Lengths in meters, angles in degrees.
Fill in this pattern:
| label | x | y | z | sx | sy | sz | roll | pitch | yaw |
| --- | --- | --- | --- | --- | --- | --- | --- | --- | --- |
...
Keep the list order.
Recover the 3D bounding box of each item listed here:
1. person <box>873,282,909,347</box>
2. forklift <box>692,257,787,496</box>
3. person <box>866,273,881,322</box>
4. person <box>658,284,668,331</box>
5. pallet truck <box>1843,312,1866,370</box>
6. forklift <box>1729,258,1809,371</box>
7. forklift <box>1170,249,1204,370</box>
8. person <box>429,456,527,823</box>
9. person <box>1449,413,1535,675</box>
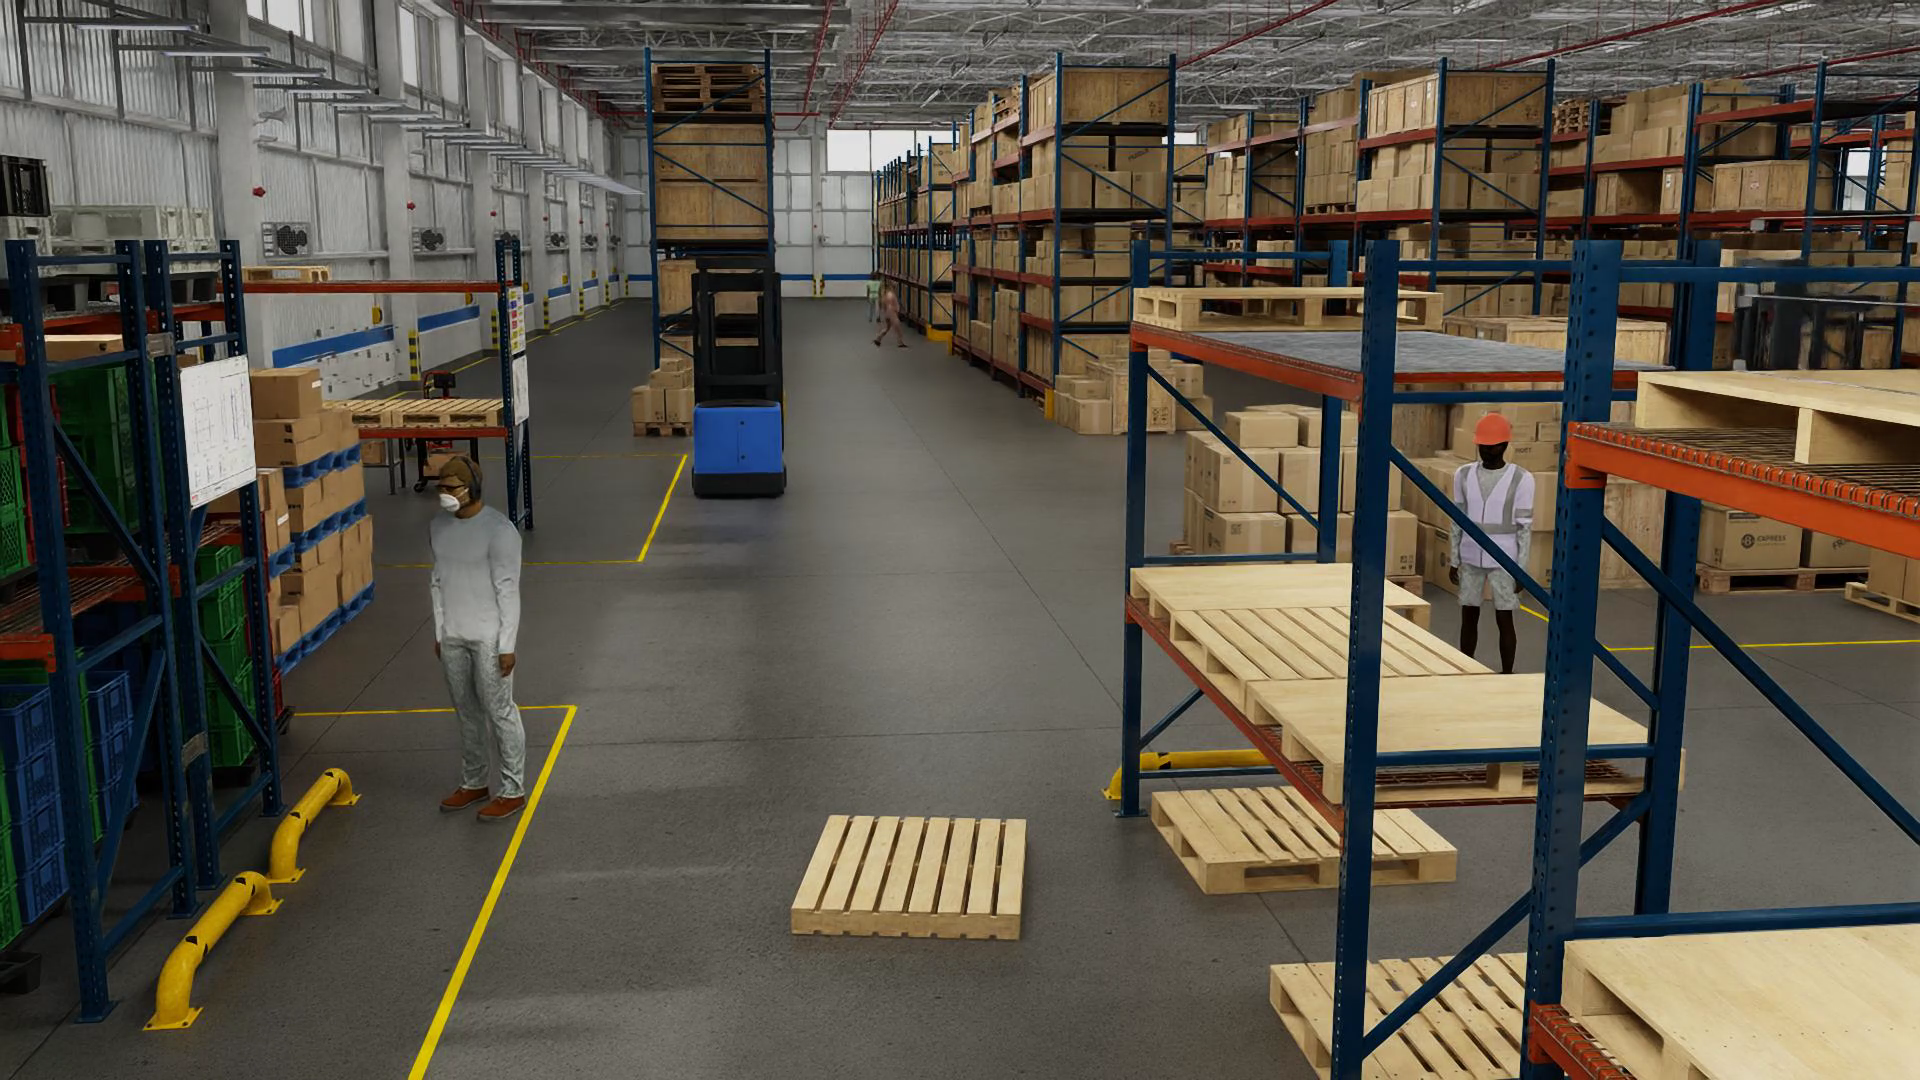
| label | x | y | z | sx | sy | sz | roll | pitch | yaw |
| --- | --- | --- | --- | --- | --- | --- | --- | --- | --- |
| person | -1.988 | -6.419 | 47.330 | 0.950 | 1.867 | 0.632 | -1 | 10 | -4 |
| forklift | -2.694 | -2.026 | 20.160 | 1.129 | 2.768 | 1.873 | -1 | 10 | -6 |
| person | -3.185 | -8.984 | 61.666 | 0.586 | 1.816 | 0.867 | -2 | 10 | -10 |
| person | -9.709 | -7.859 | 54.977 | 0.620 | 1.978 | 0.532 | -1 | 10 | -6 |
| pallet truck | 15.846 | -3.142 | 28.793 | 1.885 | 1.965 | 0.823 | 2 | 10 | 12 |
| forklift | 9.127 | -1.816 | 18.994 | 1.873 | 2.768 | 1.129 | -1 | 10 | -7 |
| forklift | 4.960 | -5.337 | 38.506 | 1.129 | 2.768 | 1.873 | -1 | 10 | -6 |
| person | -2.539 | 0.511 | 8.742 | 0.631 | 1.931 | 0.366 | 7 | 12 | 33 |
| person | 3.453 | 0.128 | 10.882 | 0.543 | 1.928 | 0.400 | 8 | 13 | 38 |
